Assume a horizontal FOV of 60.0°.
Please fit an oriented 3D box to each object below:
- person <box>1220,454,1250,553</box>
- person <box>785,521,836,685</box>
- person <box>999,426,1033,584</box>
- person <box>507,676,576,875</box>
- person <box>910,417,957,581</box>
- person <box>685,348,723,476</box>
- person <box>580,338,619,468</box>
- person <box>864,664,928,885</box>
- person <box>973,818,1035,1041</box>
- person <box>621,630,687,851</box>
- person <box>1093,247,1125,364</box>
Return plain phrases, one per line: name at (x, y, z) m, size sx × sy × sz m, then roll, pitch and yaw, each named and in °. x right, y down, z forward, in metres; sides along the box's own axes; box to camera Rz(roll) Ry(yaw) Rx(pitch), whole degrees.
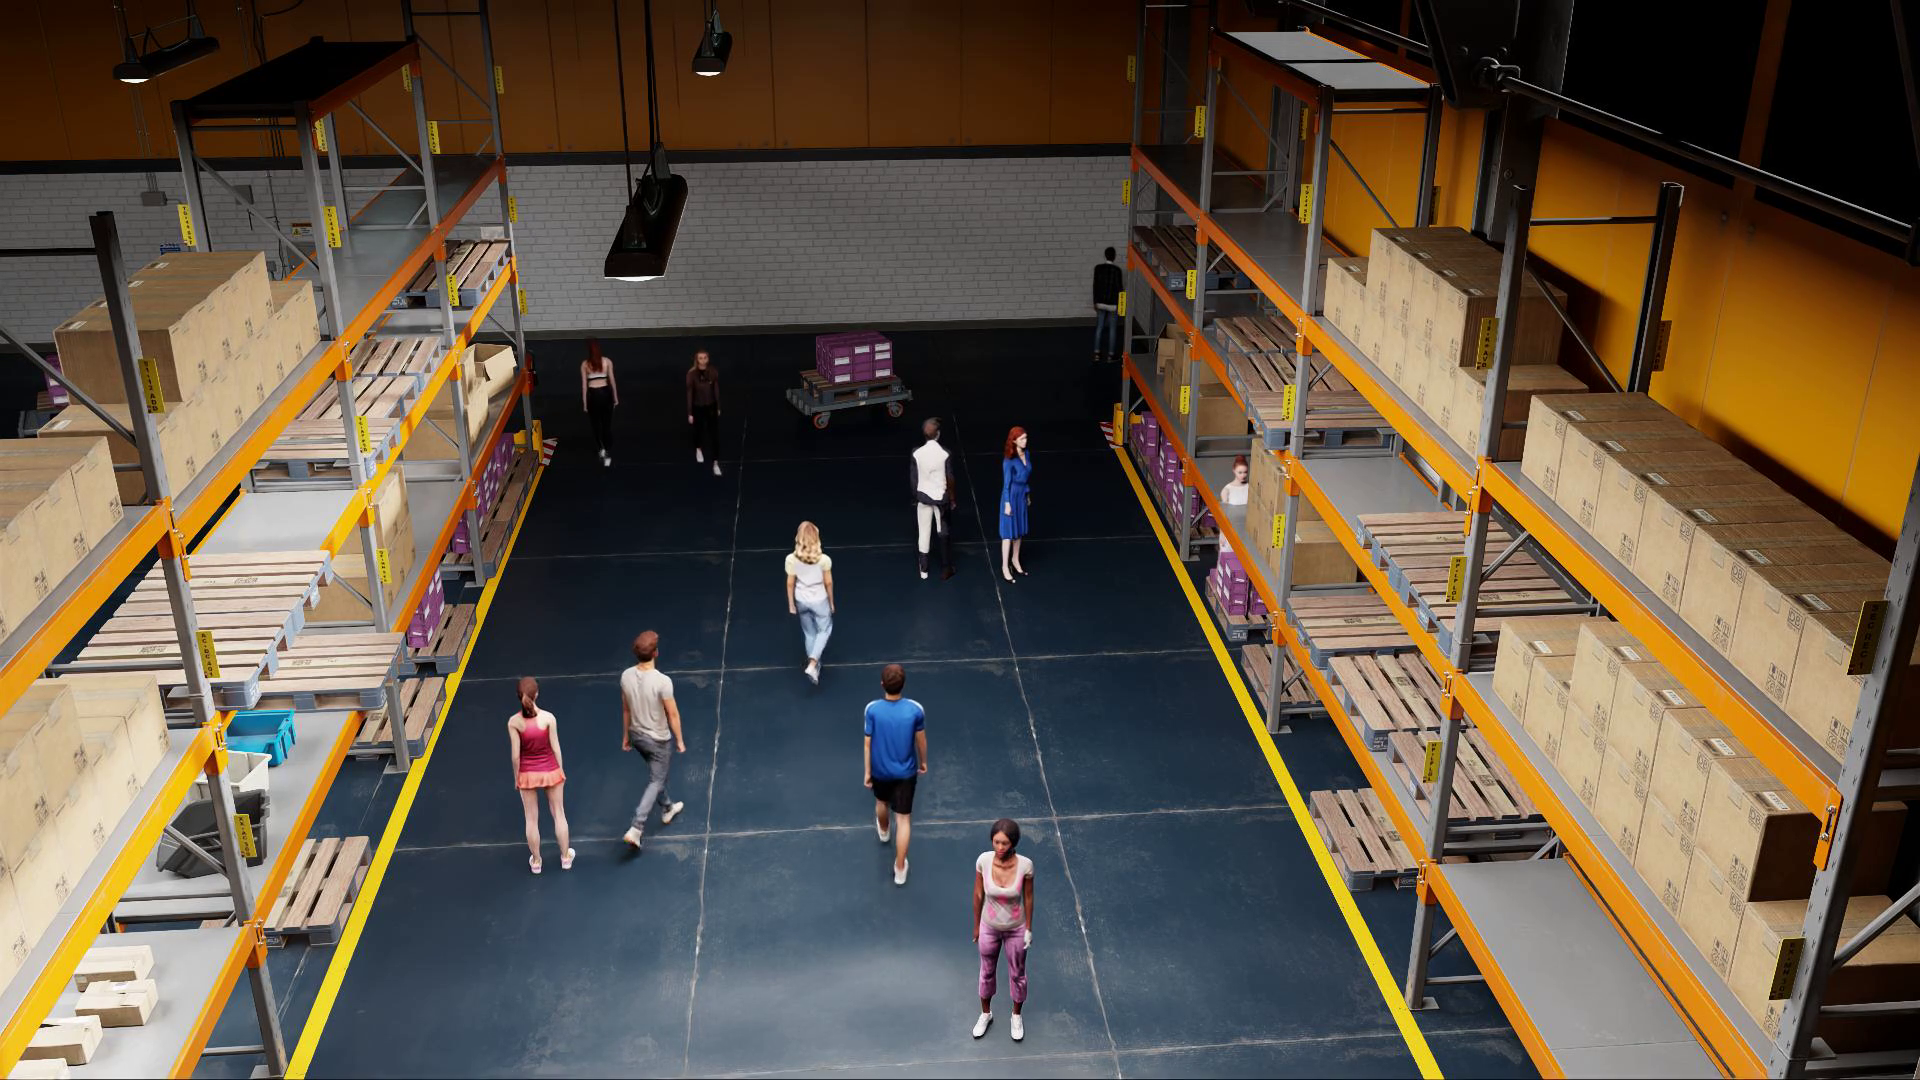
person at (2.977, -0.075, 17.944) m, size 0.587 × 1.794 × 0.550 m, roll -6°, pitch 24°, yaw -14°
person at (-1.462, 0.657, 16.371) m, size 0.739 × 1.712 × 0.959 m, roll 2°, pitch 24°, yaw 5°
person at (0.623, -0.412, 18.681) m, size 0.767 × 1.820 × 0.707 m, roll 18°, pitch 30°, yaw 36°
person at (-3.418, 1.898, 13.480) m, size 0.589 × 1.753 × 0.574 m, roll -5°, pitch 24°, yaw -11°
person at (-0.301, -0.465, 18.713) m, size 0.747 × 1.892 × 0.701 m, roll 5°, pitch 24°, yaw 11°
person at (-3.393, -1.726, 21.898) m, size 0.857 × 1.652 × 1.190 m, roll -9°, pitch 25°, yaw -20°
person at (-4.752, -1.798, 21.963) m, size 0.707 × 1.731 × 0.754 m, roll -7°, pitch 24°, yaw -15°
person at (-0.528, 1.903, 13.373) m, size 0.711 × 1.829 × 1.126 m, roll -1°, pitch 24°, yaw -2°
person at (0.303, 2.711, 11.635) m, size 0.616 × 1.742 × 0.581 m, roll 3°, pitch 24°, yaw 7°
person at (-2.616, 1.693, 13.811) m, size 1.039 × 1.863 × 1.253 m, roll 10°, pitch 26°, yaw 22°
person at (2.323, -3.720, 26.250) m, size 0.742 × 1.819 × 0.758 m, roll 14°, pitch 27°, yaw 28°
